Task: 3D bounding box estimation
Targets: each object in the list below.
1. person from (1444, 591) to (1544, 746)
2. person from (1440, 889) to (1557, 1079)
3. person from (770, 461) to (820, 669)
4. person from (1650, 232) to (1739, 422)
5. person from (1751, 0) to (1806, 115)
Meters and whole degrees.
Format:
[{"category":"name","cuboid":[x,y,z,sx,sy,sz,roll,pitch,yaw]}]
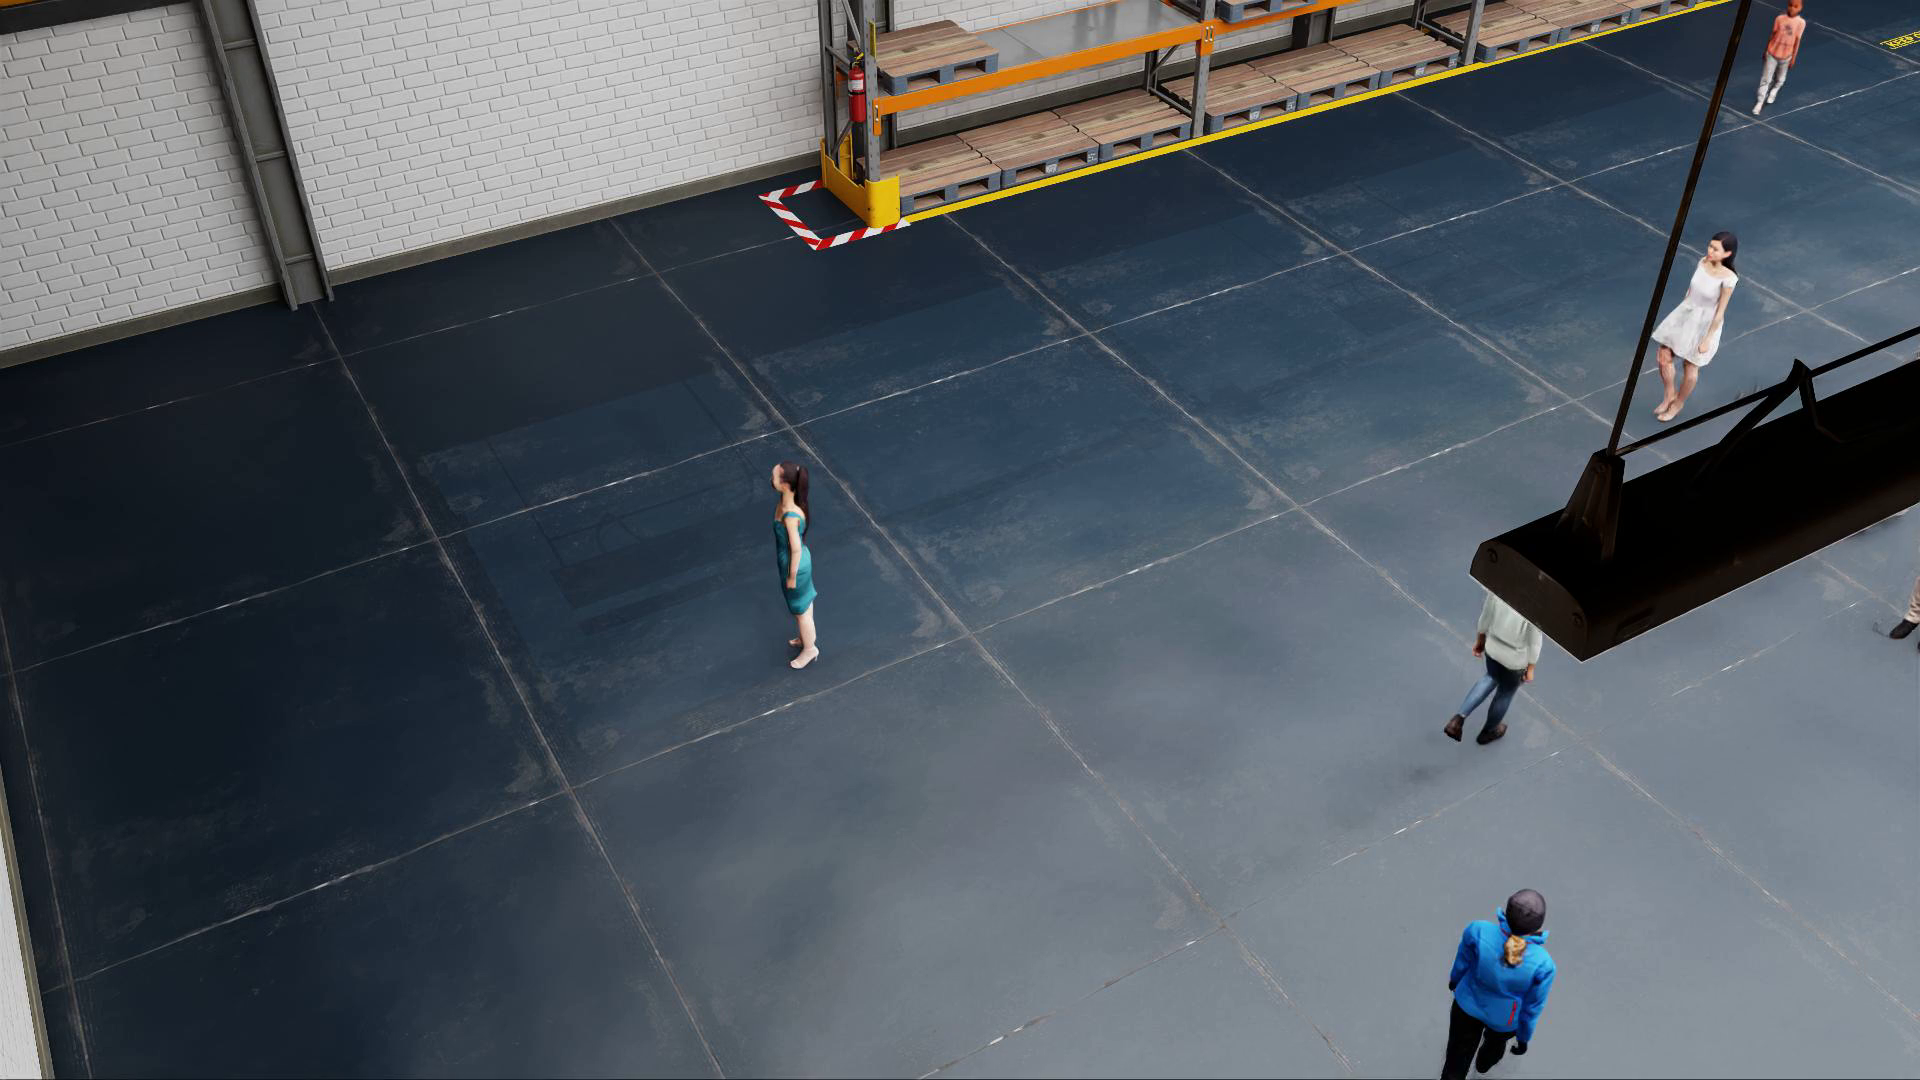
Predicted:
[{"category":"person","cuboid":[3.423,0.741,10.532,0.810,1.632,0.603,-23,44,-26]},{"category":"person","cuboid":[2.597,2.438,8.316,0.972,1.745,1.235,23,44,26]},{"category":"person","cuboid":[-1.115,0.164,11.210,0.606,1.686,0.621,-3,39,-4]},{"category":"person","cuboid":[6.044,-1.718,13.504,0.775,1.765,0.693,-13,41,-16]},{"category":"person","cuboid":[9.167,-5.450,18.549,0.748,1.300,0.941,21,43,25]}]
